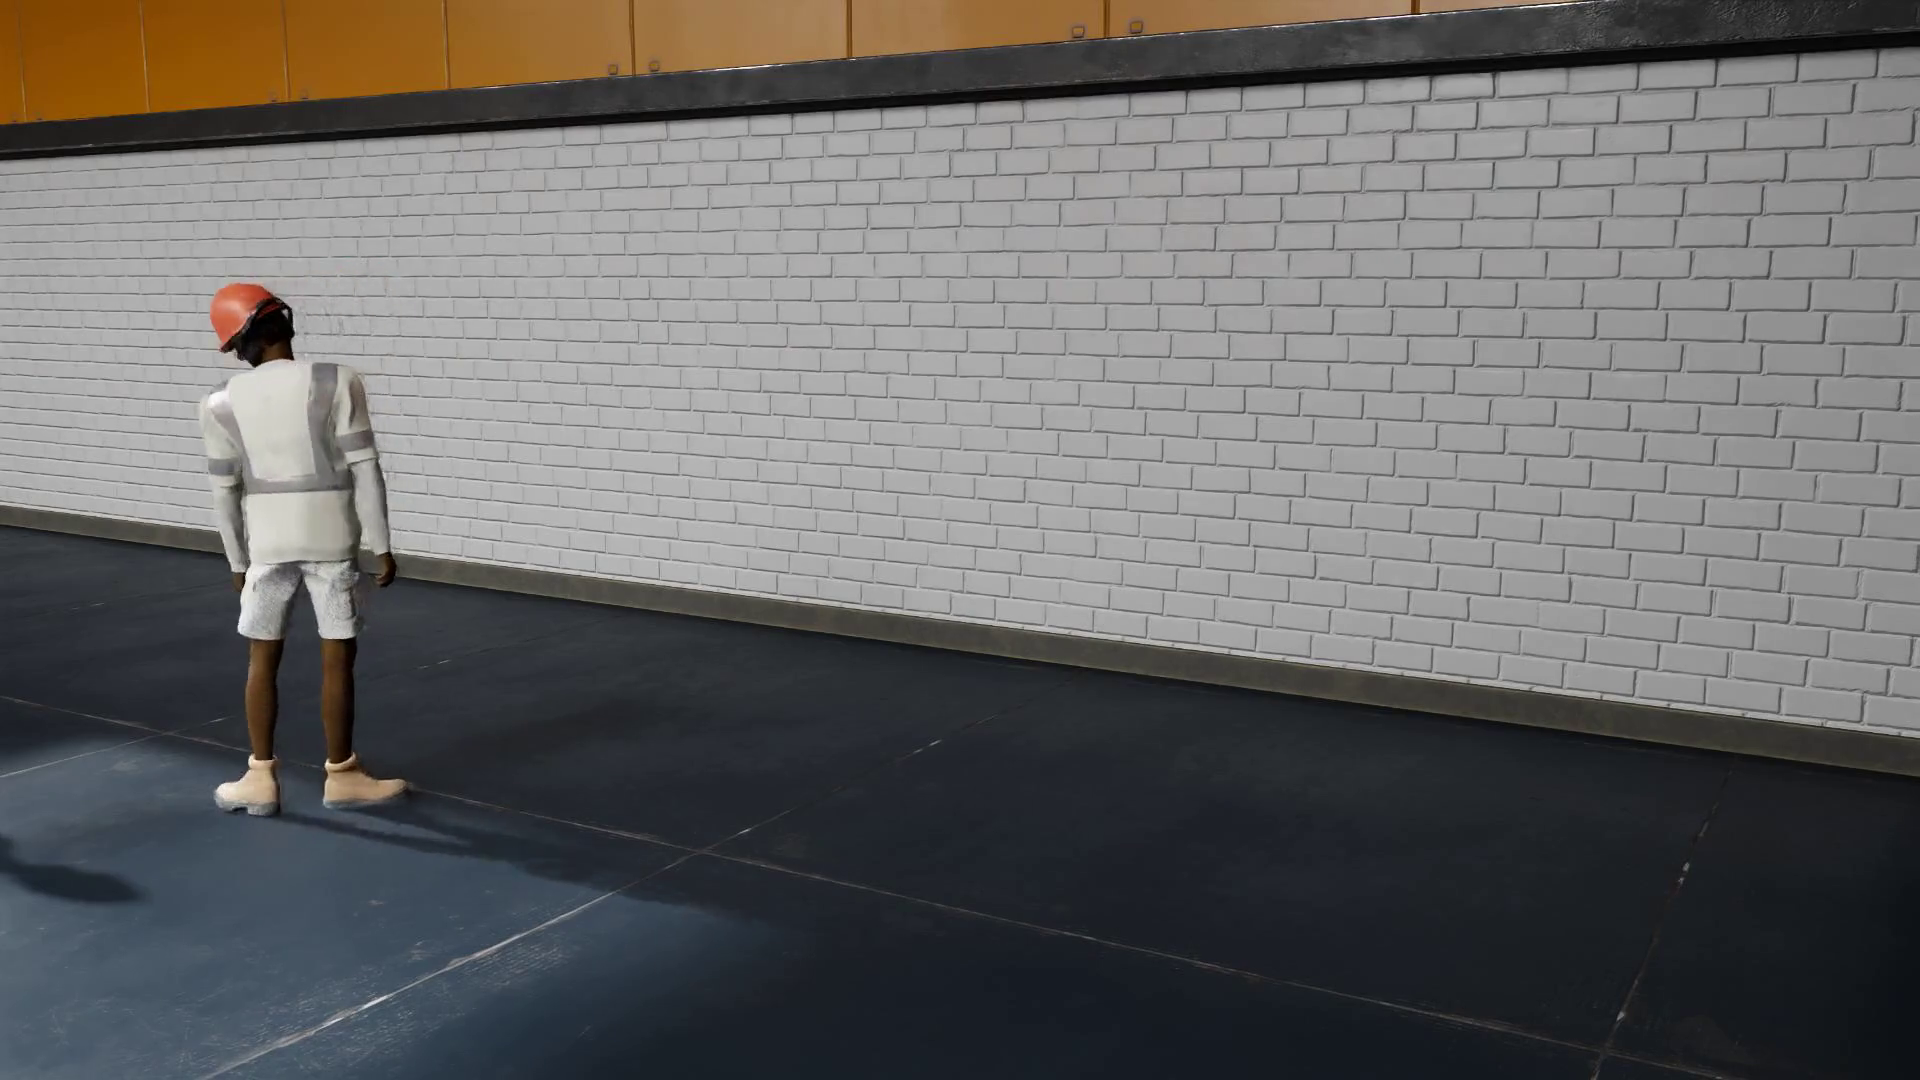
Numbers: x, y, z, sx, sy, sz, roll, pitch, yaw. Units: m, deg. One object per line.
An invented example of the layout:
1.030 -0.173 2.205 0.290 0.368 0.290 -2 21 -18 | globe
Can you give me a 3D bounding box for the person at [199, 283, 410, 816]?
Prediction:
-2.459 0.045 6.239 0.705 1.990 0.390 0 9 2 | person
